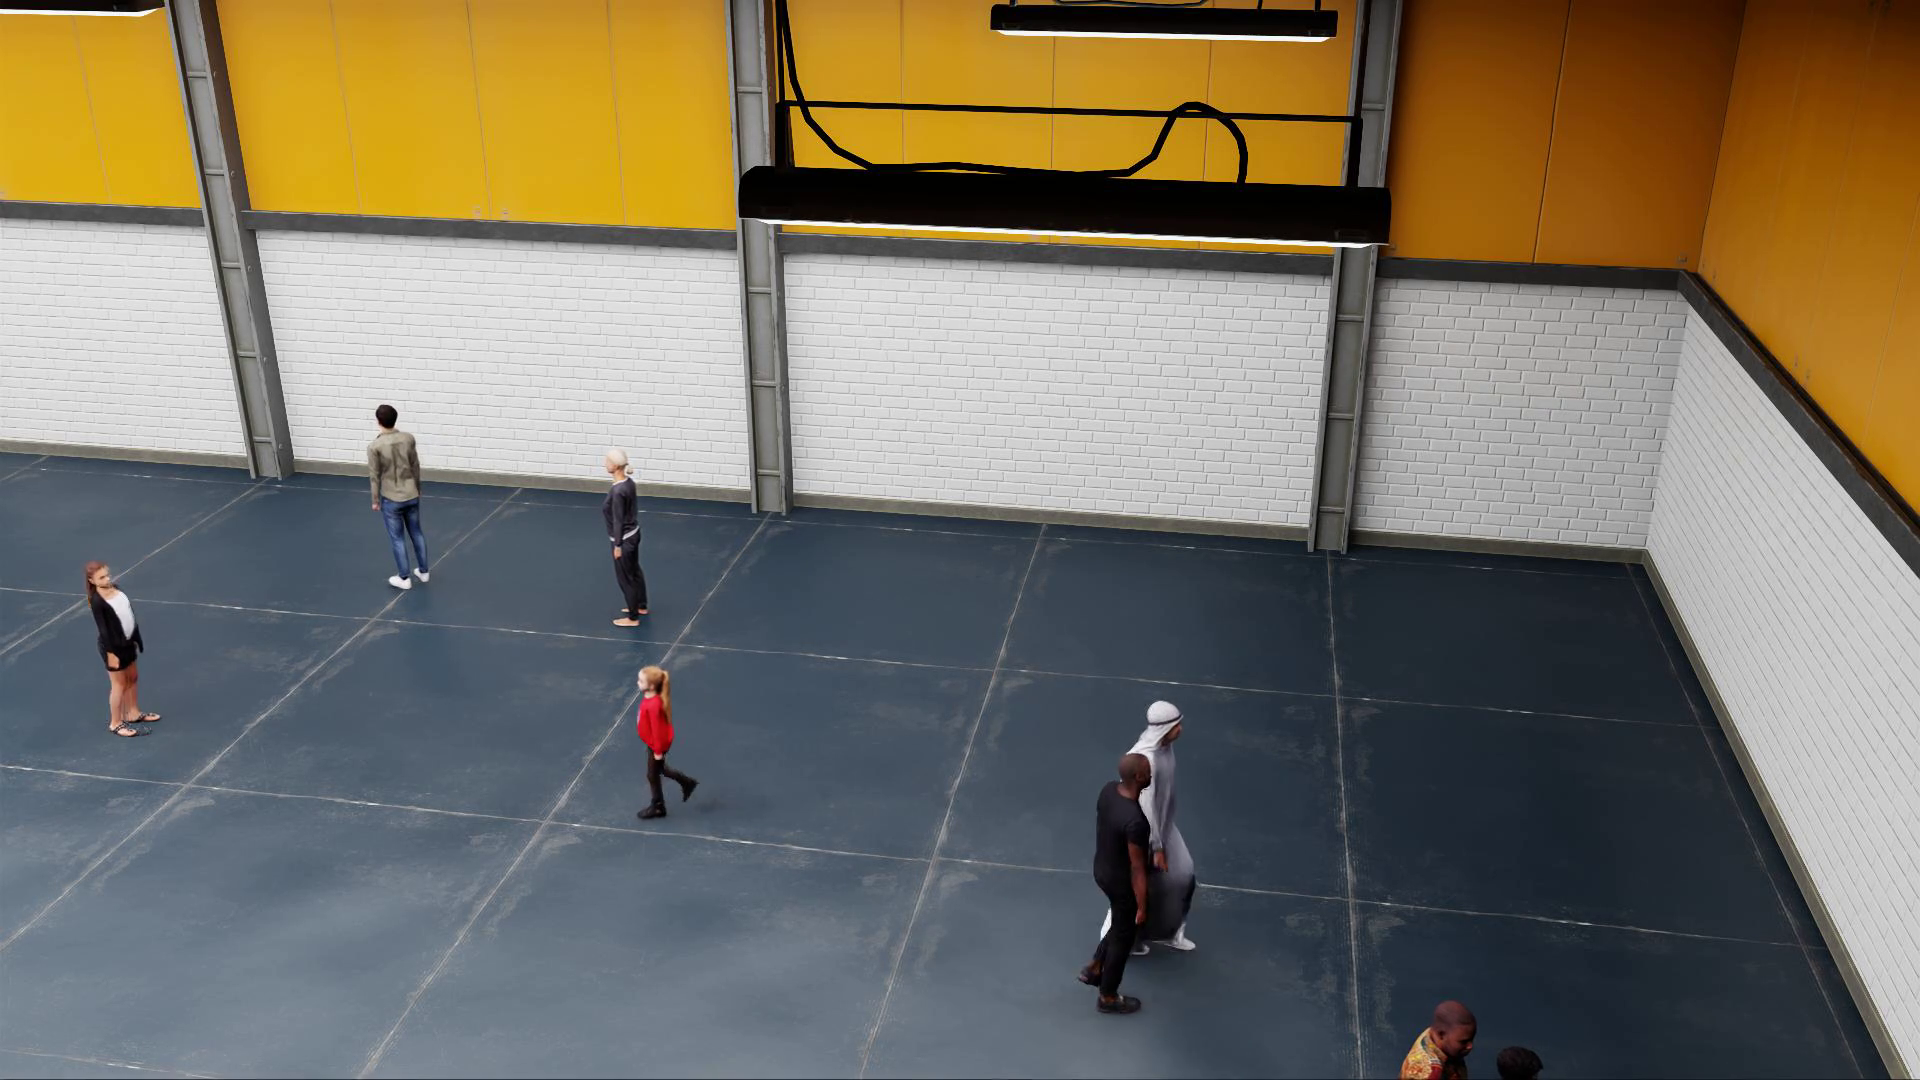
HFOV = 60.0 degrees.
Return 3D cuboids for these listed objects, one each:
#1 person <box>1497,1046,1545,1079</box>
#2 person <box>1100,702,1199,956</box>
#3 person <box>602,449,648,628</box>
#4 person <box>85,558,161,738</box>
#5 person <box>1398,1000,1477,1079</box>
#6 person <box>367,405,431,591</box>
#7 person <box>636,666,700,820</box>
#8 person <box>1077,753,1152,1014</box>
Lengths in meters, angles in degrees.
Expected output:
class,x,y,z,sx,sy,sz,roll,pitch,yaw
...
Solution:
class,x,y,z,sx,sy,sz,roll,pitch,yaw
person,2.868,3.191,8.738,0.479,1.223,0.500,3,24,8
person,1.142,1.882,10.881,0.940,1.906,0.839,12,26,26
person,-3.117,-0.038,15.498,0.556,1.726,0.623,1,24,2
person,-6.928,0.843,13.699,0.549,1.552,0.568,-1,24,-3
person,2.332,3.048,8.338,0.764,1.805,0.775,11,26,24
person,-5.463,-0.423,16.203,0.781,1.866,0.789,20,30,38
person,-2.227,1.511,12.522,0.780,1.272,0.633,-4,24,-10
person,0.931,2.150,10.396,0.887,1.803,0.881,-4,24,-9
